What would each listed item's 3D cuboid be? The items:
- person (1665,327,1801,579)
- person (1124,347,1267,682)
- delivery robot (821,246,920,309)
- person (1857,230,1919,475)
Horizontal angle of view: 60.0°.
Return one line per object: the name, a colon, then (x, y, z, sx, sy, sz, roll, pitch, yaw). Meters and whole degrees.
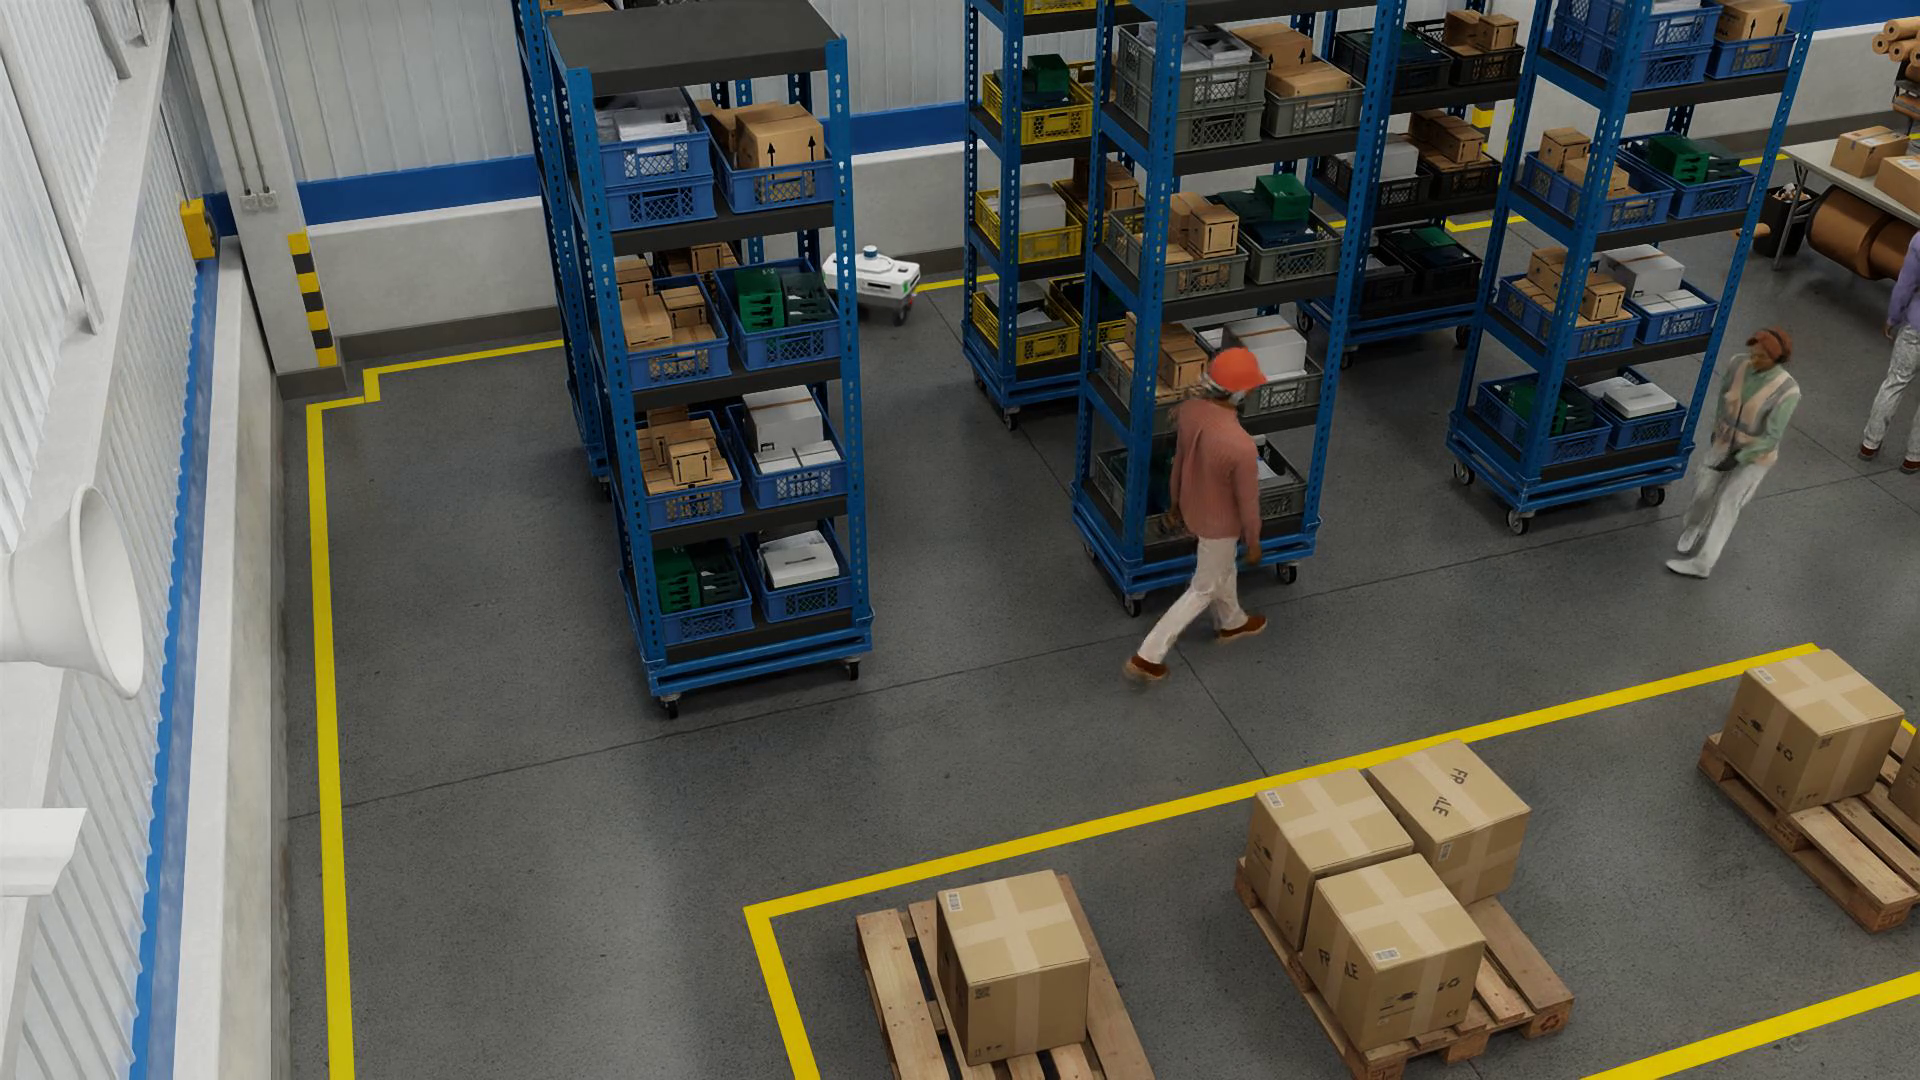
person: (4.454, -0.500, 9.591, 0.463, 1.607, 0.534, -17, 39, -23)
person: (1.303, -0.126, 8.771, 0.971, 1.954, 0.633, -15, 38, -20)
delivery robot: (-0.666, -1.972, 12.505, 0.707, 0.478, 0.477, 10, 36, 14)
person: (6.158, -1.321, 10.468, 0.636, 1.938, 0.358, 27, 43, 33)
